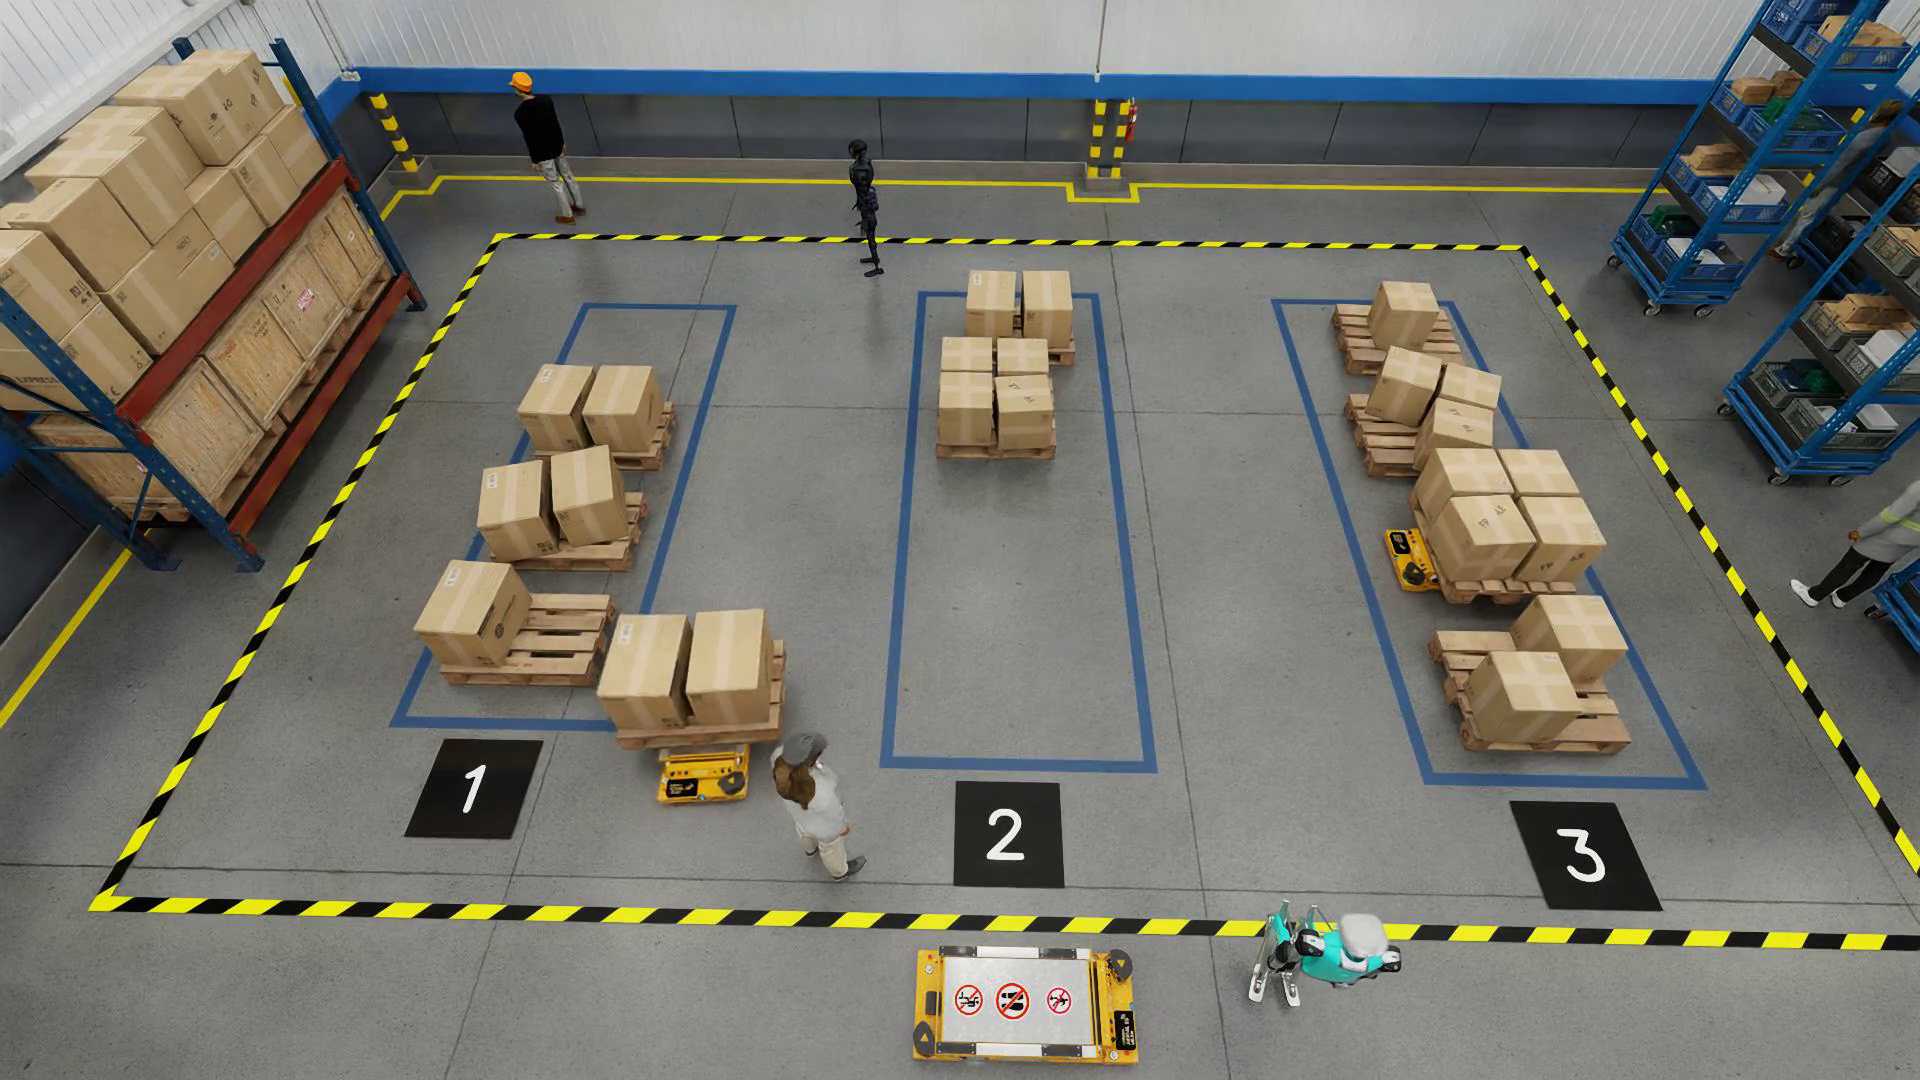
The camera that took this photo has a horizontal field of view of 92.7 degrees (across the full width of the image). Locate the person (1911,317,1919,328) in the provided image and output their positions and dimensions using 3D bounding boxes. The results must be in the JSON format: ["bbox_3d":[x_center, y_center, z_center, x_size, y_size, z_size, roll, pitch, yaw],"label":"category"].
[{"bbox_3d":[10.088,-2.462,9.407,0.604,1.950,0.463,-8,51,-6],"label":"person"}]

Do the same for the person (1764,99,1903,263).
[{"bbox_3d":[10.395,-4.233,10.870,0.626,1.932,0.372,-20,53,-15],"label":"person"}]

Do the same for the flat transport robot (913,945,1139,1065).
[{"bbox_3d":[0.422,3.041,6.007,1.431,0.231,0.659,1,51,1],"label":"flat transport robot"}]

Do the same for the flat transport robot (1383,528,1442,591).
[{"bbox_3d":[4.689,0.155,8.342,1.431,0.197,0.652,1,51,1],"label":"flat transport robot"}]

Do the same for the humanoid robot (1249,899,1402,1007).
[{"bbox_3d":[2.125,2.381,5.513,0.533,1.673,0.735,8,51,7],"label":"humanoid robot"}]

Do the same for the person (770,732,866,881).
[{"bbox_3d":[-0.960,1.781,6.066,0.563,1.768,0.398,36,59,25],"label":"person"}]

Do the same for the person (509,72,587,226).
[{"bbox_3d":[-5.137,-4.844,11.392,0.380,1.882,0.589,19,53,15],"label":"person"}]

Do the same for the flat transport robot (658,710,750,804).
[{"bbox_3d":[-2.000,1.378,7.345,0.652,0.197,1.431,-3,51,-2],"label":"flat transport robot"}]

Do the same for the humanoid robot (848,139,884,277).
[{"bbox_3d":[-1.111,-3.882,10.733,0.315,1.655,0.599,-8,51,-6],"label":"humanoid robot"}]

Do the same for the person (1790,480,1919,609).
[{"bbox_3d":[7.696,-0.072,7.522,0.596,1.852,0.359,5,51,4],"label":"person"}]
